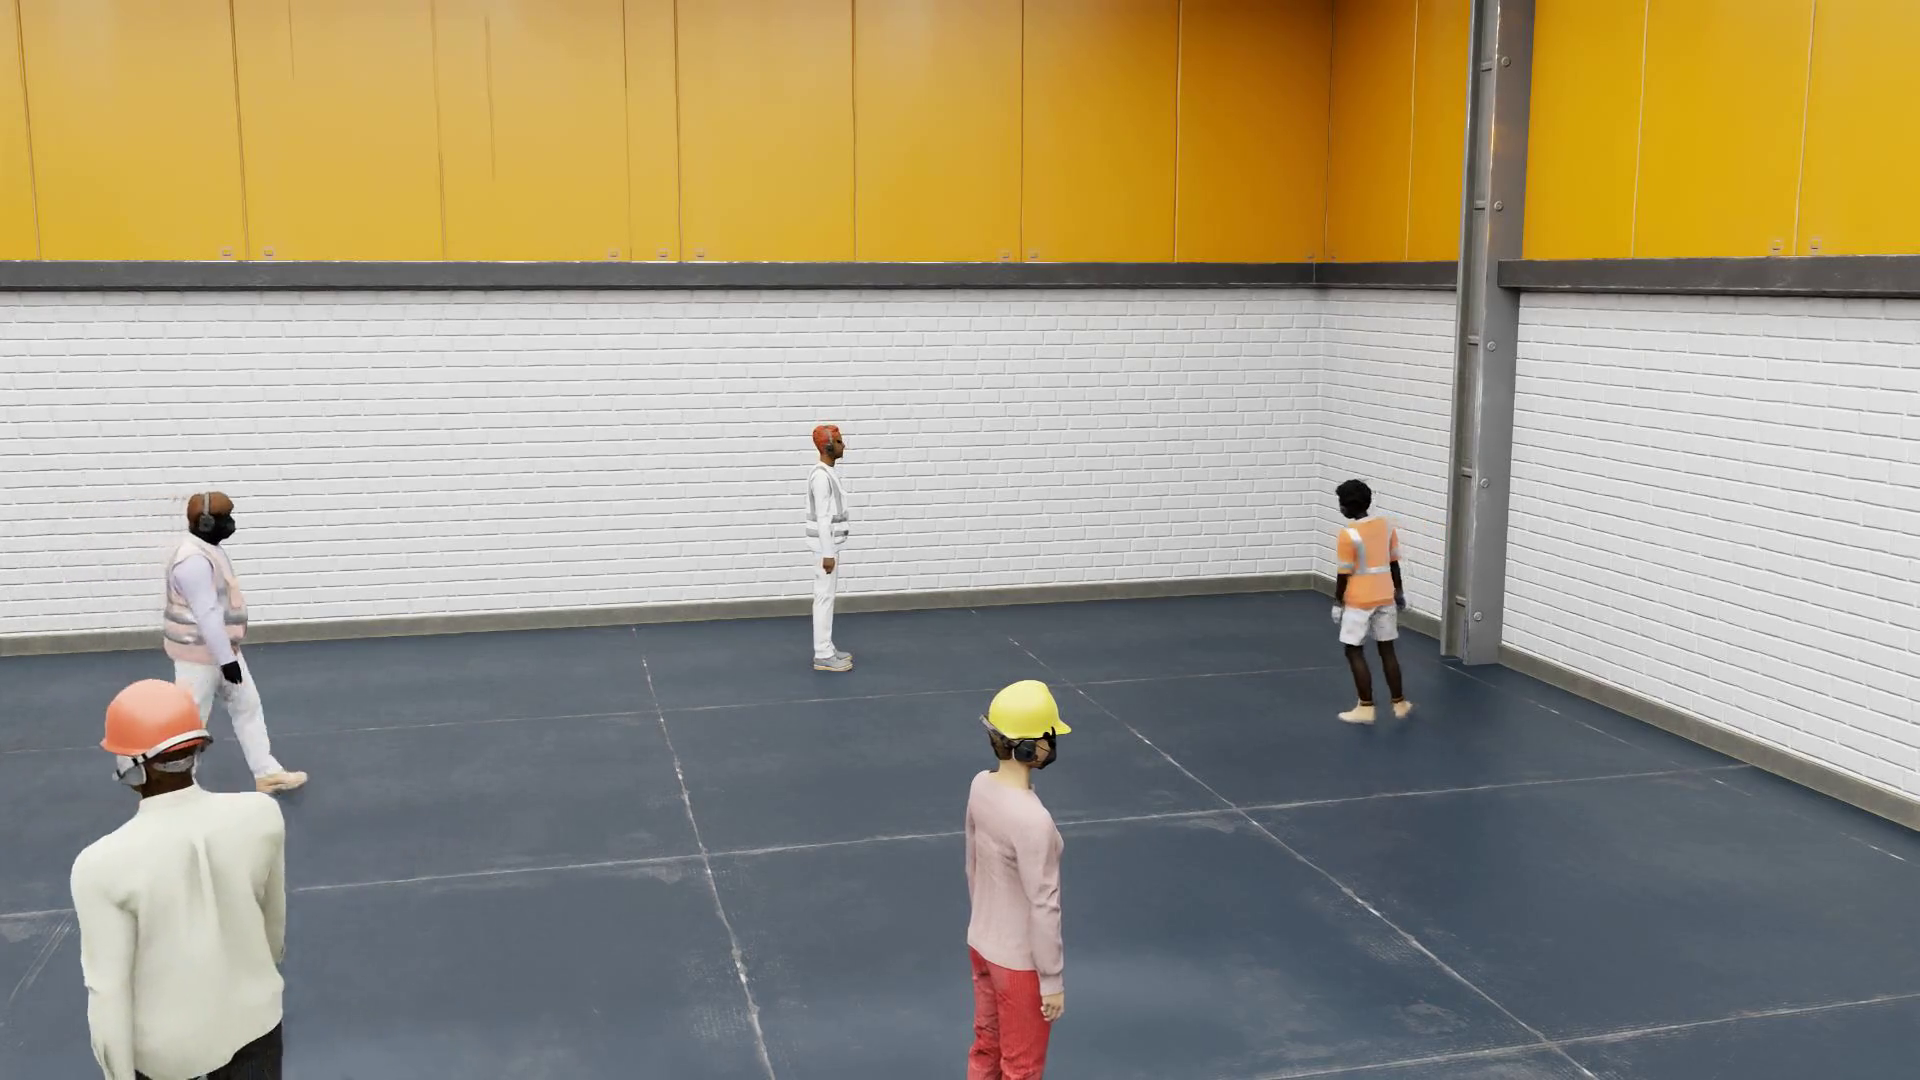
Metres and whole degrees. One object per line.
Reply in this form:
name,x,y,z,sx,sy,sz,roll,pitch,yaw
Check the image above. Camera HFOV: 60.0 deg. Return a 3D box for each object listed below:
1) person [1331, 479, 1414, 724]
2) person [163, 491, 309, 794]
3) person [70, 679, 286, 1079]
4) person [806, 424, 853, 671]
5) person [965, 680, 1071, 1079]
person,2.796,0.411,11.212,0.668,1.662,0.386,-6,11,-32
person,-4.126,0.629,9.400,0.827,1.810,0.640,-2,9,-12
person,-2.144,1.334,4.631,1.041,1.940,0.617,8,12,40
person,-1.005,0.055,12.765,0.347,1.884,0.584,0,9,-3
person,0.192,1.311,5.294,0.310,1.768,0.533,-4,10,-23
